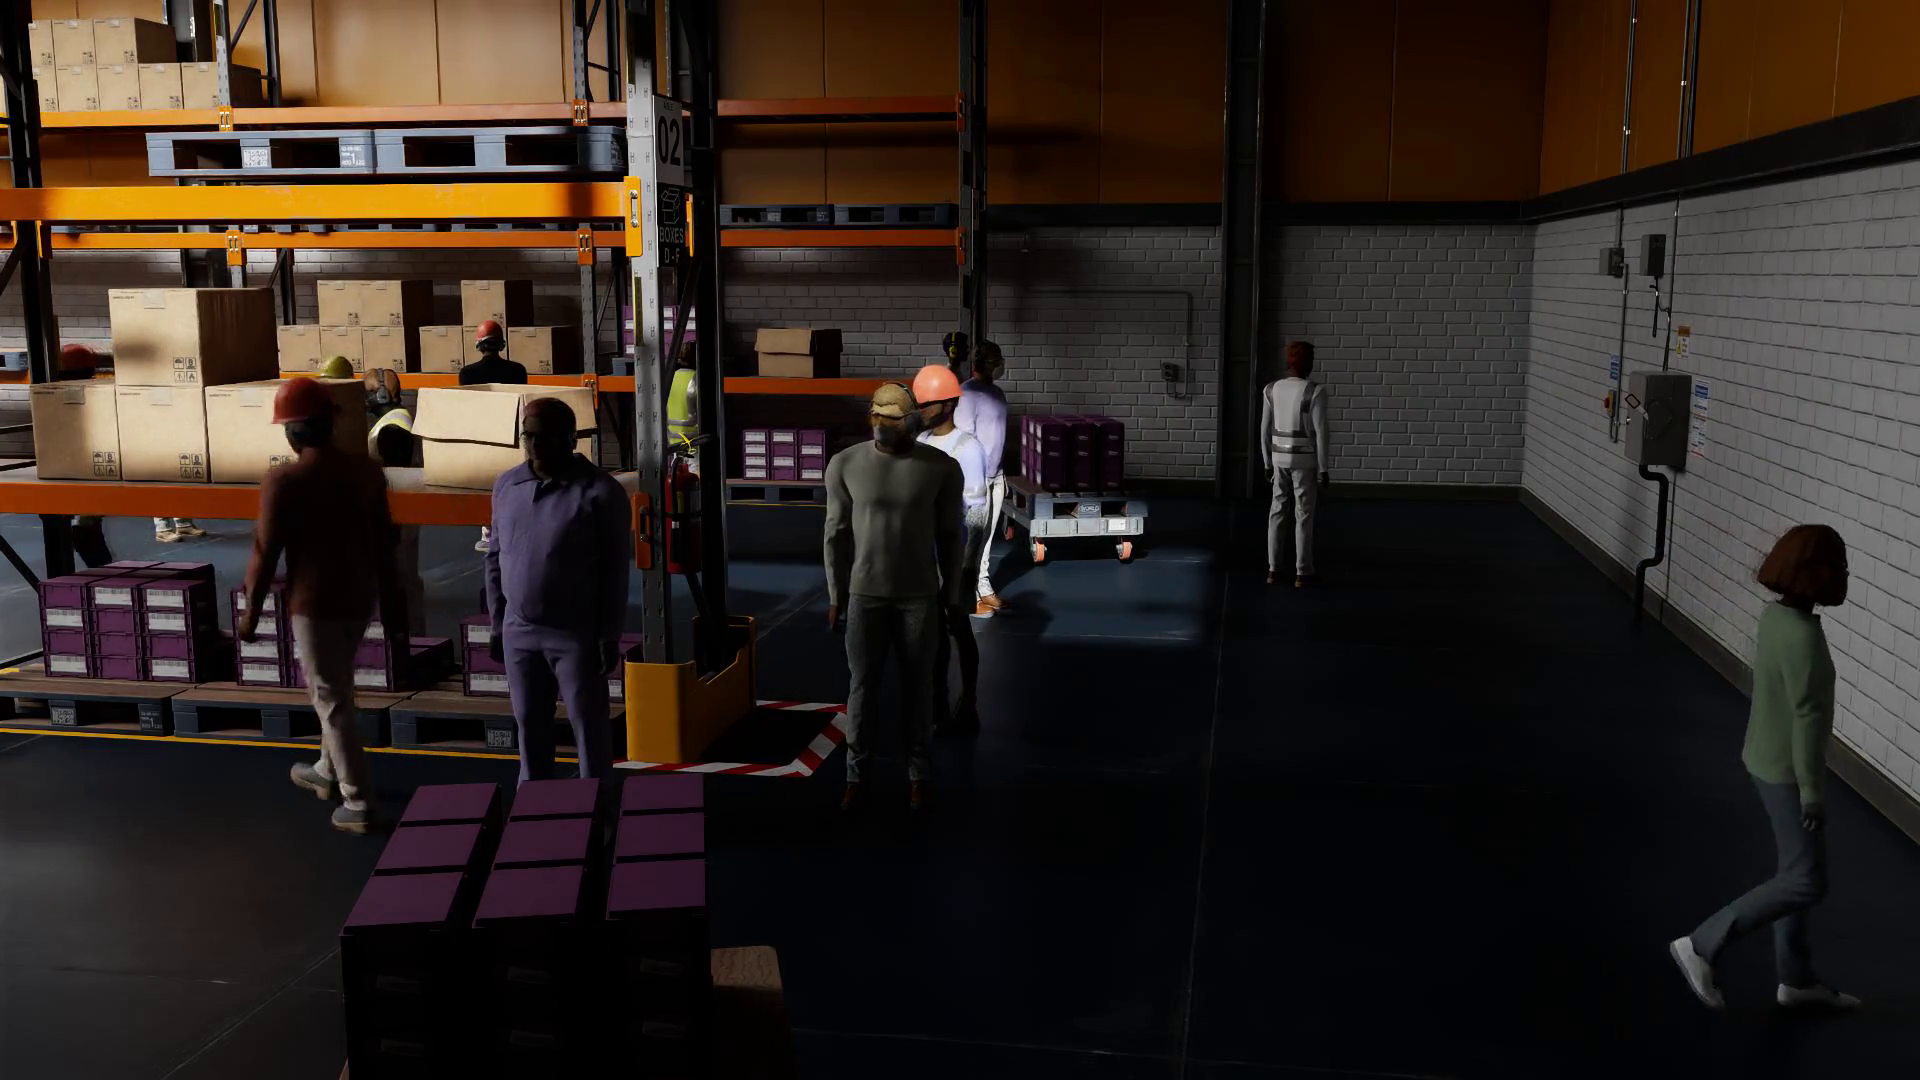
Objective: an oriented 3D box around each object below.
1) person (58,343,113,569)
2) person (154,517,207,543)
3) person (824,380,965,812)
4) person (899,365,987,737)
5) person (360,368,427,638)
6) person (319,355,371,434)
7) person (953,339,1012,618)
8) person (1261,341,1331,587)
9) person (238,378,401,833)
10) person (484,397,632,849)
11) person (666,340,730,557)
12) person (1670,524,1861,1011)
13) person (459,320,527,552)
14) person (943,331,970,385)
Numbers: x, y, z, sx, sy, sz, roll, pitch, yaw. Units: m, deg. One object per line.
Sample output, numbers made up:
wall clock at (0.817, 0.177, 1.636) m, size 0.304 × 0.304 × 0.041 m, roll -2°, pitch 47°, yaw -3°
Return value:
person at (-6.050, -0.384, 11.439) m, size 0.559 × 1.921 × 0.473 m, roll 9°, pitch 12°, yaw 43°
person at (-7.066, -0.908, 14.935) m, size 0.429 × 1.840 × 0.637 m, roll 2°, pitch 9°, yaw 13°
person at (-0.293, 0.255, 7.431) m, size 0.627 × 1.936 × 0.376 m, roll 0°, pitch 9°, yaw -1°
person at (-0.106, 0.056, 8.664) m, size 0.378 × 1.932 × 0.551 m, roll -7°, pitch 11°, yaw -36°
person at (-3.480, -0.137, 10.204) m, size 0.430 × 1.835 × 0.621 m, roll -4°, pitch 10°, yaw -22°
person at (-4.629, -0.458, 12.284) m, size 0.585 × 1.806 × 0.863 m, roll 0°, pitch 9°, yaw 2°
person at (0.165, -0.437, 11.710) m, size 0.371 × 1.941 × 0.627 m, roll 4°, pitch 10°, yaw 24°
person at (2.585, -0.581, 12.775) m, size 0.584 × 1.882 × 0.346 m, roll 9°, pitch 13°, yaw 44°
person at (-2.810, 0.280, 7.270) m, size 0.768 × 1.958 × 0.635 m, roll 5°, pitch 10°, yaw 27°
person at (-1.675, 0.362, 6.858) m, size 0.642 × 1.907 × 0.410 m, roll 3°, pitch 10°, yaw 16°
person at (-2.222, -0.758, 14.007) m, size 0.627 × 1.844 × 0.429 m, roll 8°, pitch 12°, yaw 40°
person at (2.642, 0.749, 5.325) m, size 0.562 × 1.618 × 0.535 m, roll 3°, pitch 10°, yaw 17°
person at (-4.010, -0.890, 14.345) m, size 0.612 × 1.996 × 0.389 m, roll -6°, pitch 11°, yaw -34°
person at (-0.048, -0.958, 15.150) m, size 0.327 × 1.874 × 0.518 m, roll 0°, pitch 9°, yaw 0°
